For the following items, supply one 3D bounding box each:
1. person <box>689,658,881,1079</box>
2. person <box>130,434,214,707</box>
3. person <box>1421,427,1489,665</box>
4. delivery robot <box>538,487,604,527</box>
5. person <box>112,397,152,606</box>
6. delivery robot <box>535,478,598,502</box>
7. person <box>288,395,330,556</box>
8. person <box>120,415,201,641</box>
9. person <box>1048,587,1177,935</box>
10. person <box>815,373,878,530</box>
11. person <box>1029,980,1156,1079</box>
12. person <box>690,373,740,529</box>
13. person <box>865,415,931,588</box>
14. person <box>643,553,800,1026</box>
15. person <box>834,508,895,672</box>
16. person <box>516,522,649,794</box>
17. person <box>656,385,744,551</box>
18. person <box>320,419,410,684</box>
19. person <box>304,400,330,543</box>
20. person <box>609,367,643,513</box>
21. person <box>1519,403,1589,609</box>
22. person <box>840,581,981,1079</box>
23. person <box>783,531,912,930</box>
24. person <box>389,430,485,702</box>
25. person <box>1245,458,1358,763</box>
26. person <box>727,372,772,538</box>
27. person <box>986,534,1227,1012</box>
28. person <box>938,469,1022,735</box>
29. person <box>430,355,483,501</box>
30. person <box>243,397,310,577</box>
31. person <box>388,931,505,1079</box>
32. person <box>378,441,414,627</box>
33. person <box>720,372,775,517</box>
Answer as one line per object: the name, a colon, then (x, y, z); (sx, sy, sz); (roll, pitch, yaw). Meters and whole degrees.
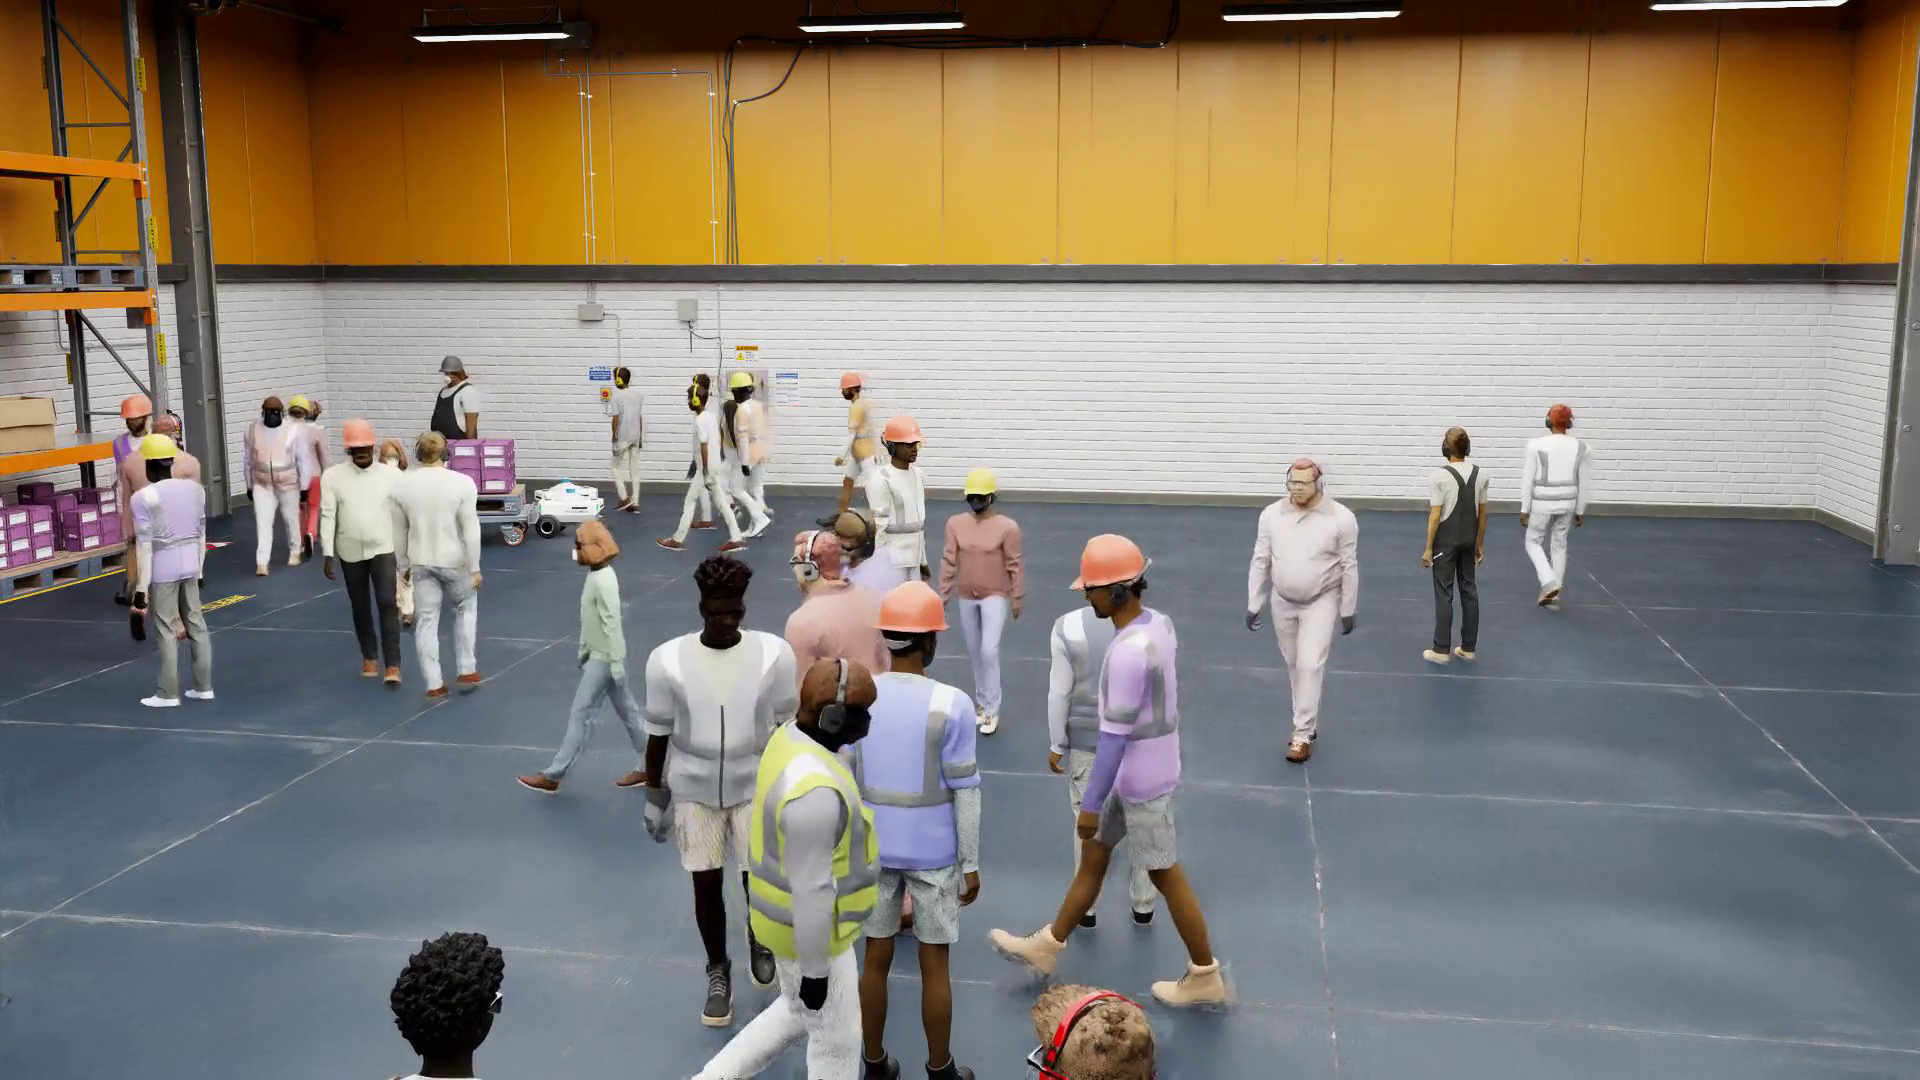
person: (-0.572, 1.267, 5.431); (0.707, 1.811, 0.675); (-2, 9, -11)
person: (-5.531, 0.228, 11.615); (0.526, 1.924, 0.610); (4, 10, 23)
person: (3.830, 0.047, 12.885); (0.517, 1.842, 0.326); (-3, 10, -16)
delivery robot: (-4.468, -0.361, 19.118); (0.707, 0.478, 0.477); (0, 9, -2)
person: (-7.456, -0.352, 15.189); (0.569, 1.889, 0.952); (-1, 9, -6)
delivery robot: (-4.735, -0.508, 20.029); (0.707, 0.478, 0.477); (-6, 11, -33)
person: (-6.988, -0.671, 17.687); (0.528, 1.740, 0.741); (-3, 10, -16)
person: (-6.491, -0.068, 13.528); (0.647, 1.882, 0.665); (-1, 9, -6)
person: (0.693, 0.904, 7.641); (0.595, 1.819, 0.403); (-1, 9, -4)
person: (-1.126, -1.021, 19.480); (1.078, 1.876, 0.531); (0, 9, -2)
person: (0.194, 1.666, 2.948); (0.838, 1.806, 0.578); (9, 13, 44)
person: (-2.937, -1.045, 19.648); (0.519, 1.844, 0.568); (4, 10, 24)
person: (-0.401, 0.138, 11.706); (0.370, 2.044, 0.608); (5, 10, 29)
person: (-0.956, 0.992, 6.711); (0.635, 1.938, 0.505); (-1, 9, -5)
person: (-0.482, 0.745, 8.445); (0.371, 1.882, 0.725); (0, 9, -2)
person: (-2.165, 0.689, 9.647); (0.848, 1.588, 0.526); (-2, 9, -15)
person: (-2.792, -0.766, 18.046); (0.985, 1.813, 0.493); (2, 9, 15)
person: (-4.361, 0.101, 12.209); (0.620, 1.952, 0.957); (-3, 10, -17)
person: (-7.216, -0.738, 18.433); (0.588, 1.623, 0.367); (2, 9, 14)
person: (-4.202, -1.261, 20.976); (0.549, 1.851, 0.412); (-9, 13, -44)
person: (5.321, -0.290, 14.897); (0.597, 1.867, 0.460); (0, 9, -1)
person: (-0.181, 1.106, 6.034); (0.551, 1.932, 0.376); (3, 10, 18)
person: (-0.581, 0.879, 7.714); (1.012, 1.864, 0.663); (5, 10, 27)
person: (-3.701, 0.169, 11.902); (0.648, 1.915, 0.723); (0, 9, 1)
person: (2.096, 0.428, 10.419); (0.662, 1.869, 0.865); (6, 11, 33)
person: (-2.413, -0.951, 18.884); (0.441, 1.913, 0.603); (2, 9, 14)
person: (0.620, 0.959, 6.799); (1.069, 1.976, 0.629); (2, 9, 12)
person: (0.106, 0.403, 10.980); (0.538, 1.744, 0.676); (4, 10, 26)
person: (-6.194, -1.250, 20.325); (0.539, 2.000, 0.704); (-9, 13, -43)
person: (-6.940, -0.567, 16.910); (0.645, 1.786, 0.968); (-2, 9, -13)
person: (-1.032, 1.641, 3.452); (0.539, 1.695, 0.319); (1, 9, 6)
person: (-4.854, -0.055, 14.288); (0.523, 1.581, 0.848); (-3, 9, -15)
person: (-2.632, -1.168, 20.541); (0.788, 1.809, 0.687); (4, 10, 22)
